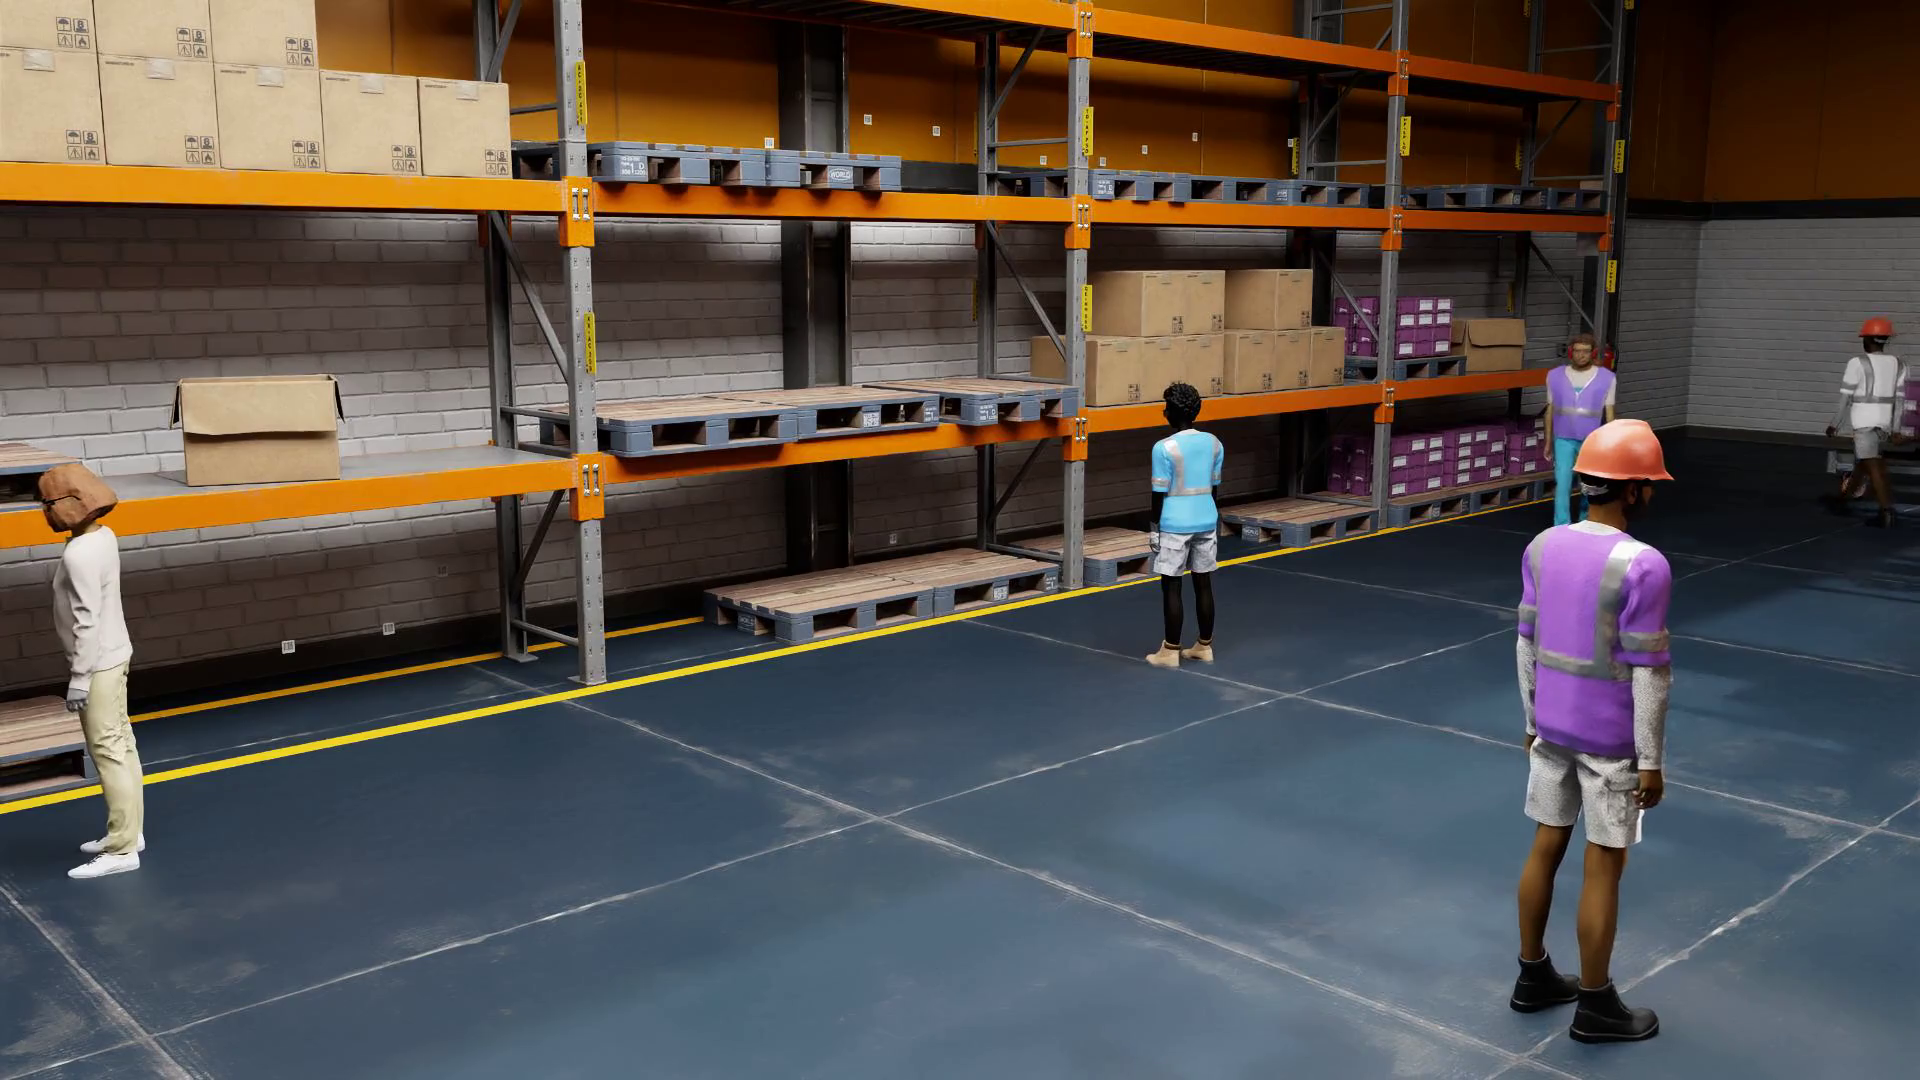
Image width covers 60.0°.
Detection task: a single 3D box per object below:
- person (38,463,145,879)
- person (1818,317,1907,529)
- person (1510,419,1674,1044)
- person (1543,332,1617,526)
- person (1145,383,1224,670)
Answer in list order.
[{"bbox_3d":[-3.418,0.507,6.563,0.280,1.632,0.499,-3,10,-17],"label":"person"},{"bbox_3d":[8.255,-1.081,15.171,0.550,1.871,1.037,-3,10,-14],"label":"person"},{"bbox_3d":[1.994,0.588,5.201,0.377,1.936,0.549,-4,11,-24],"label":"person"},{"bbox_3d":[5.244,-0.859,14.071,0.569,1.814,0.816,5,11,26],"label":"person"},{"bbox_3d":[1.322,-0.075,9.805,0.534,1.694,0.320,-7,12,-34],"label":"person"}]
